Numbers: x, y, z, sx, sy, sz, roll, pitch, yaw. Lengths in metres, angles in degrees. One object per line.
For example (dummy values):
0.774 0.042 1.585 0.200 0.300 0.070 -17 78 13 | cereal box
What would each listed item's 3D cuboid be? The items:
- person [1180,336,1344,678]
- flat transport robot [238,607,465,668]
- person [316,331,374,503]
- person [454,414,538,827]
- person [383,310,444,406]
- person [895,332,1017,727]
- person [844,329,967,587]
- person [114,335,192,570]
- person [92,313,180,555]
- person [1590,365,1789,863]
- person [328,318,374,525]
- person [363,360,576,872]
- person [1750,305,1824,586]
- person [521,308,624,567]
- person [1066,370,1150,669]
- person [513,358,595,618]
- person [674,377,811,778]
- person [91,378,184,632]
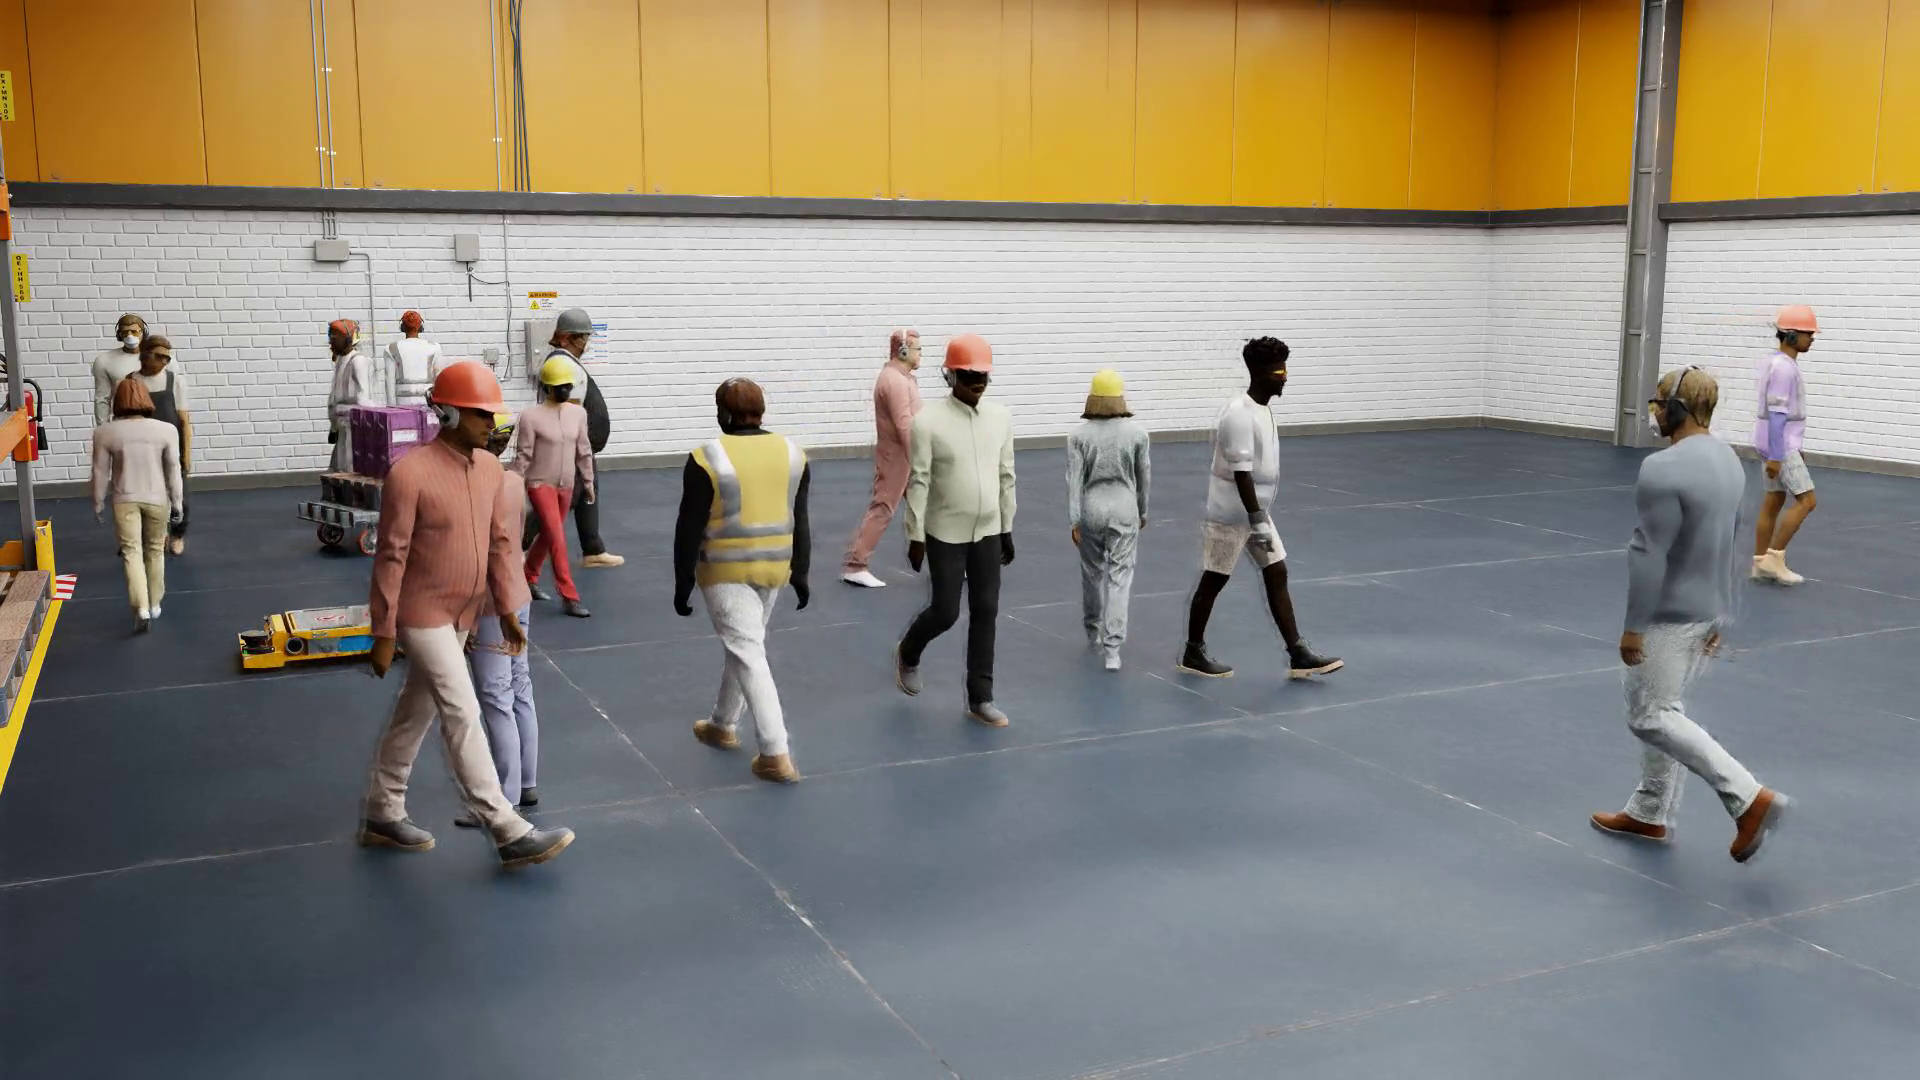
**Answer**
1.655 -0.151 9.116 0.975 1.913 0.606 5 11 29 | person
-3.517 0.539 9.916 1.431 0.197 0.652 -4 10 -25 | flat transport robot
-5.610 -1.083 15.326 0.946 1.789 0.593 -2 9 -13 | person
-1.931 0.290 6.835 0.309 1.769 0.523 1 9 5 | person
-5.433 -1.344 16.613 0.575 1.883 0.355 -4 10 -23 | person
-0.033 -0.064 8.407 0.629 1.977 0.674 -6 11 -33 | person
-0.385 -0.574 11.928 0.961 1.860 0.647 1 9 6 | person
-6.123 -0.660 12.644 0.531 1.807 0.792 -5 10 -28 | person
-6.591 -0.850 13.374 0.636 1.938 0.358 -4 10 -25 | person
2.807 0.295 6.344 0.633 1.916 0.717 -8 12 -42 | person
-5.317 -1.041 14.801 0.651 1.863 0.601 -7 11 -36 | person
-1.926 0.290 6.312 1.015 1.924 0.625 3 10 16 | person
6.006 -0.672 11.997 0.494 2.026 0.624 3 10 19 | person
-3.032 -0.766 12.534 0.842 2.000 0.680 -2 9 -11 | person
0.863 -0.140 9.731 0.485 1.693 0.913 1 9 5 | person
-2.754 -0.375 11.147 0.902 1.711 0.557 7 12 37 | person
-1.002 0.154 7.607 0.639 1.797 0.945 -8 12 -40 | person
-5.237 -0.235 10.613 0.516 1.595 0.833 -5 11 -30 | person
